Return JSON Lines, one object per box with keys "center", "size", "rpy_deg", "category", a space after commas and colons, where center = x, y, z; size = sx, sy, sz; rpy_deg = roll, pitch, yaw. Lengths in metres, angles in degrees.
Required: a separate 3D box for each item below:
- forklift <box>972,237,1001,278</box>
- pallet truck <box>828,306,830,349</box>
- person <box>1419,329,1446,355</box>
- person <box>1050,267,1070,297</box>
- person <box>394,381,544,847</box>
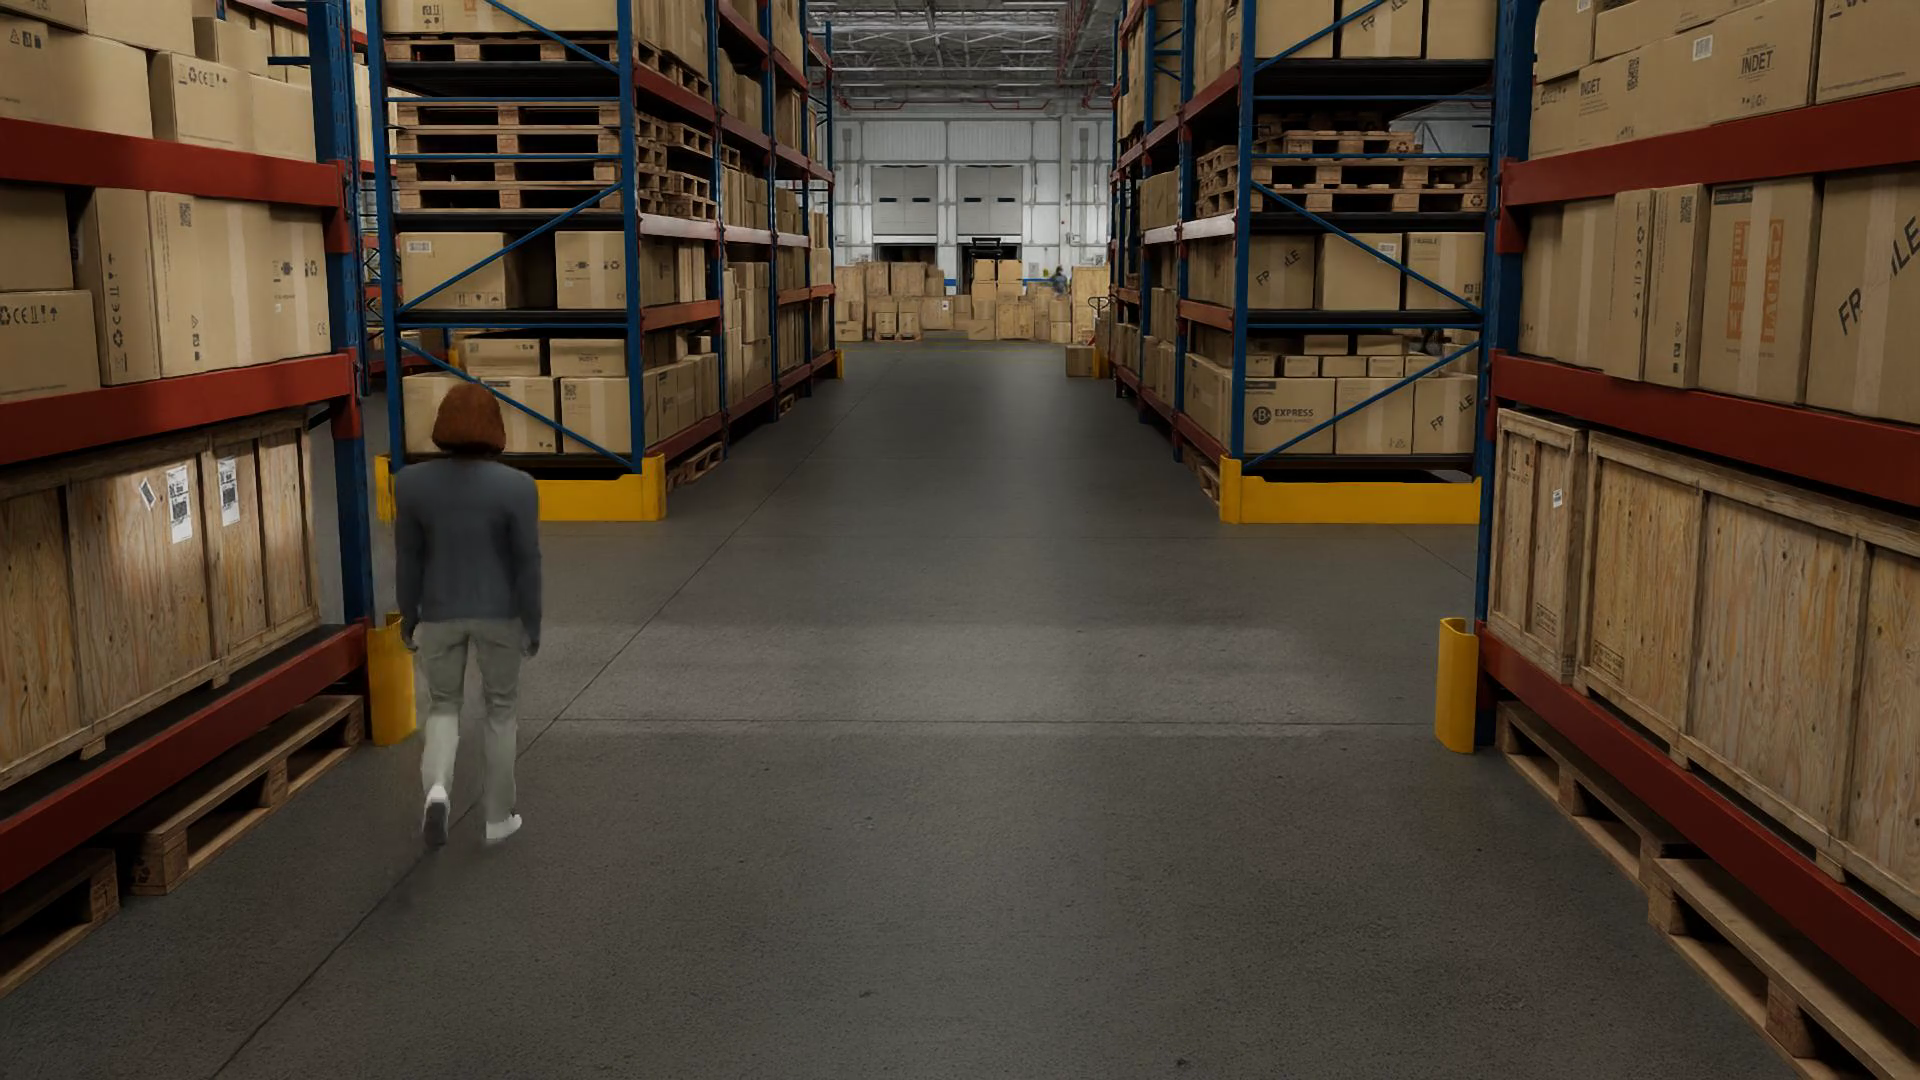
{"center": [0.847, -8.362, 53.652], "size": [1.129, 2.768, 1.873], "rpy_deg": [0, 9, 1], "category": "forklift"}
{"center": [-3.100, -3.940, 29.800], "size": [1.885, 1.965, 0.823], "rpy_deg": [3, 10, 19], "category": "pallet truck"}
{"center": [10.337, -4.893, 35.887], "size": [0.987, 1.874, 0.556], "rpy_deg": [7, 12, 38], "category": "person"}
{"center": [3.412, -8.443, 57.138], "size": [0.632, 1.889, 1.009], "rpy_deg": [-5, 11, -25], "category": "person"}
{"center": [-1.669, 0.279, 5.644], "size": [0.510, 1.621, 0.485], "rpy_deg": [0, 9, -2], "category": "person"}
